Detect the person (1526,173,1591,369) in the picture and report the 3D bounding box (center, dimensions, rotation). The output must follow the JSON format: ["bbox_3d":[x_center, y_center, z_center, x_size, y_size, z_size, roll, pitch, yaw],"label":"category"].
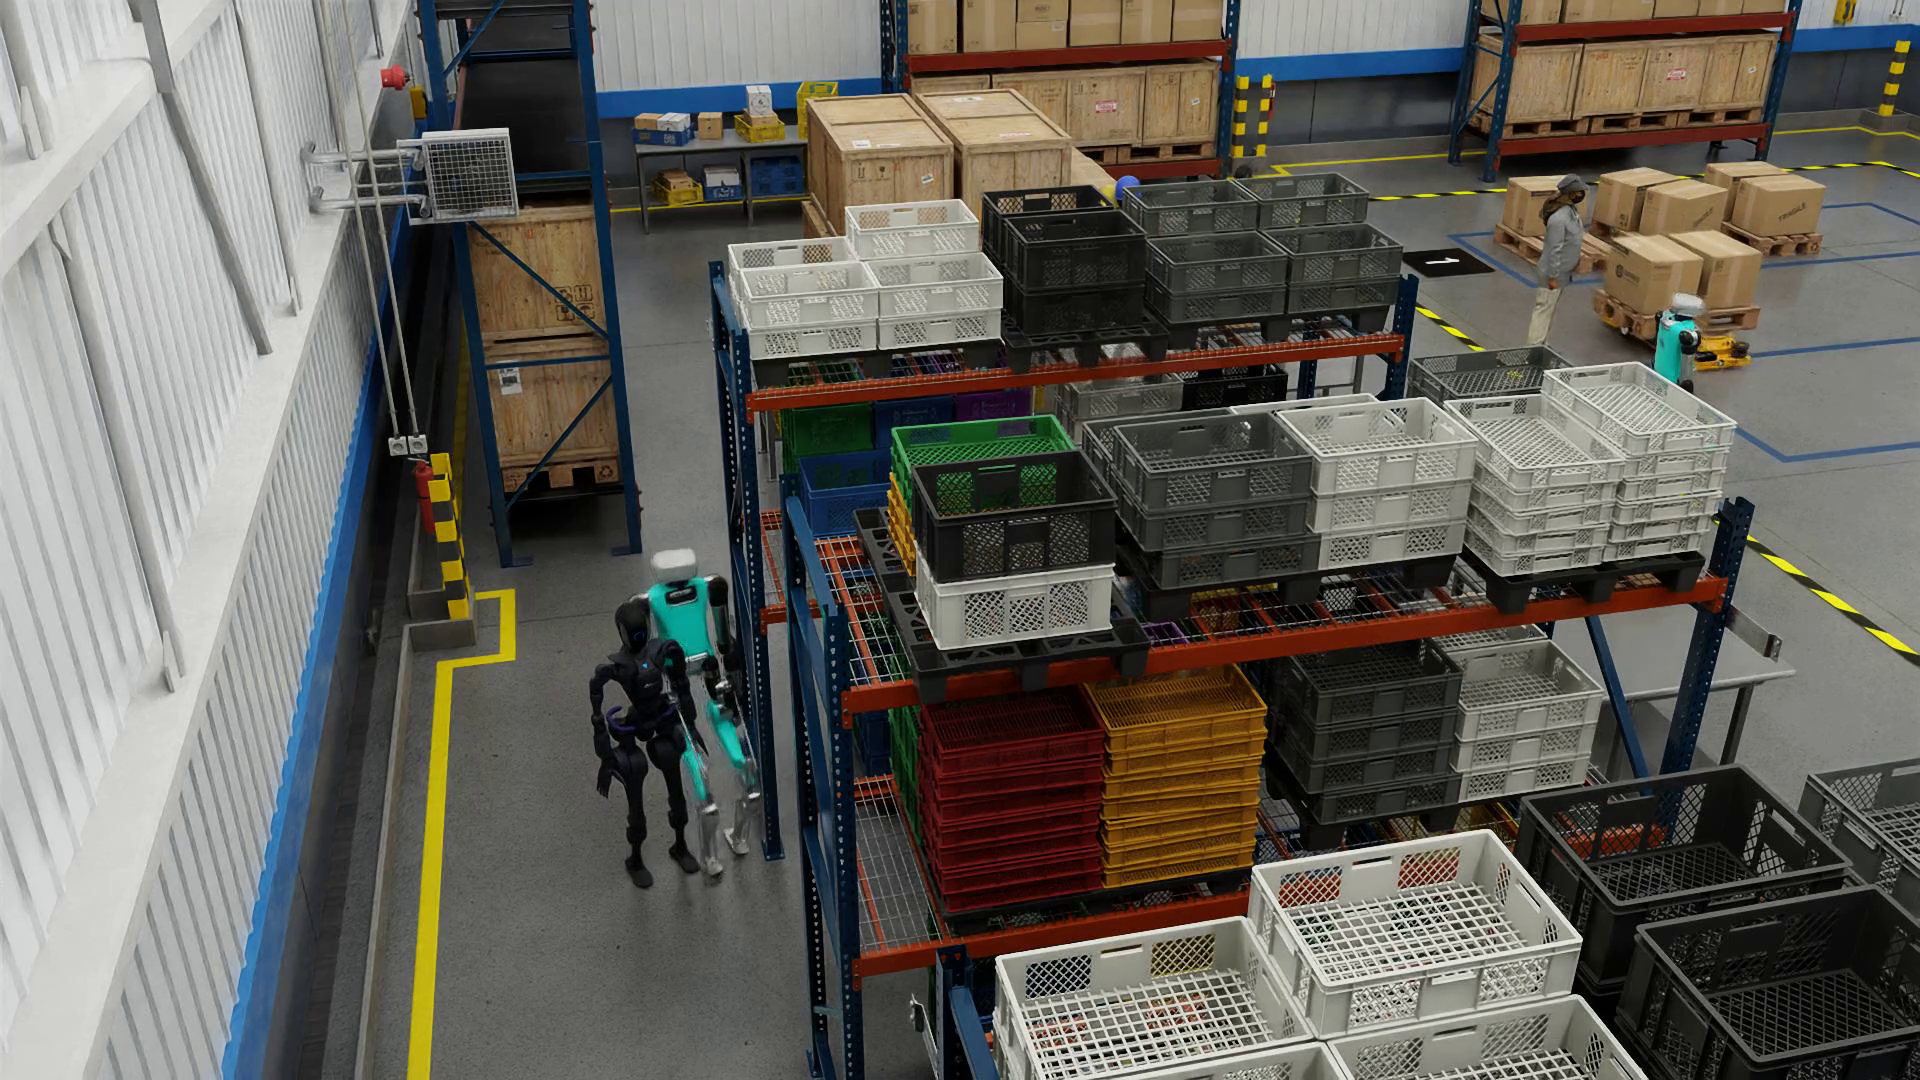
[{"bbox_3d":[5.393,-2.448,15.081,0.397,1.769,0.571,15,31,26],"label":"person"}]

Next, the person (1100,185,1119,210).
[{"bbox_3d":[1.260,-2.197,14.537,0.589,1.833,0.404,5,28,8],"label":"person"}]

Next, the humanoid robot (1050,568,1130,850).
[{"bbox_3d":[0.924,0.921,8.741,0.887,1.783,0.560,-10,29,-17],"label":"humanoid robot"}]

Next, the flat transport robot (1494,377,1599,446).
[{"bbox_3d":[4.780,-1.036,14.013,0.659,0.231,1.431,-6,28,-12],"label":"flat transport robot"}]

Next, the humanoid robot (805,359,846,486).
[{"bbox_3d":[-0.906,-0.890,12.297,0.841,1.618,0.593,-24,36,-37],"label":"humanoid robot"}]

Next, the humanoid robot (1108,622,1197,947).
[{"bbox_3d":[0.769,1.268,8.115,0.657,1.852,0.541,-9,29,-16],"label":"humanoid robot"}]

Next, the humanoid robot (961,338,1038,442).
[{"bbox_3d":[0.302,-0.506,11.320,0.530,1.693,0.736,-4,28,-8],"label":"humanoid robot"}]

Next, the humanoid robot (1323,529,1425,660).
[{"bbox_3d":[2.666,0.220,10.177,0.603,1.618,0.830,-20,34,-33],"label":"humanoid robot"}]

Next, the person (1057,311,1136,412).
[{"bbox_3d":[0.994,-0.992,12.241,0.592,1.847,0.913,5,28,10],"label":"person"}]

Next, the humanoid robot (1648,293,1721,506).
[{"bbox_3d":[5.402,-1.008,12.239,0.735,1.677,0.533,-2,28,-3],"label":"humanoid robot"}]

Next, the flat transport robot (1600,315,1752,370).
[{"bbox_3d":[6.772,-1.974,15.762,0.652,0.197,1.431,-6,28,-12],"label":"flat transport robot"}]

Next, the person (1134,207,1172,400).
[{"bbox_3d":[1.509,-1.650,13.276,0.615,2.041,0.376,-18,33,-31],"label":"person"}]

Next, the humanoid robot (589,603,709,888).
[{"bbox_3d":[-1.605,1.035,8.567,0.615,1.650,0.303,-20,34,-32],"label":"humanoid robot"}]

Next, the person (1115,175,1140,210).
[{"bbox_3d":[1.417,-2.183,14.385,0.613,1.949,0.375,15,31,26],"label":"person"}]

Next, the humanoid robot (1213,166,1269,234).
[{"bbox_3d":[2.639,-2.709,15.702,0.603,1.633,0.708,14,31,25],"label":"humanoid robot"}]

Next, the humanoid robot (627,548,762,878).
[{"bbox_3d":[-1.314,0.956,8.641,0.541,1.742,0.811,-13,31,-24],"label":"humanoid robot"}]
